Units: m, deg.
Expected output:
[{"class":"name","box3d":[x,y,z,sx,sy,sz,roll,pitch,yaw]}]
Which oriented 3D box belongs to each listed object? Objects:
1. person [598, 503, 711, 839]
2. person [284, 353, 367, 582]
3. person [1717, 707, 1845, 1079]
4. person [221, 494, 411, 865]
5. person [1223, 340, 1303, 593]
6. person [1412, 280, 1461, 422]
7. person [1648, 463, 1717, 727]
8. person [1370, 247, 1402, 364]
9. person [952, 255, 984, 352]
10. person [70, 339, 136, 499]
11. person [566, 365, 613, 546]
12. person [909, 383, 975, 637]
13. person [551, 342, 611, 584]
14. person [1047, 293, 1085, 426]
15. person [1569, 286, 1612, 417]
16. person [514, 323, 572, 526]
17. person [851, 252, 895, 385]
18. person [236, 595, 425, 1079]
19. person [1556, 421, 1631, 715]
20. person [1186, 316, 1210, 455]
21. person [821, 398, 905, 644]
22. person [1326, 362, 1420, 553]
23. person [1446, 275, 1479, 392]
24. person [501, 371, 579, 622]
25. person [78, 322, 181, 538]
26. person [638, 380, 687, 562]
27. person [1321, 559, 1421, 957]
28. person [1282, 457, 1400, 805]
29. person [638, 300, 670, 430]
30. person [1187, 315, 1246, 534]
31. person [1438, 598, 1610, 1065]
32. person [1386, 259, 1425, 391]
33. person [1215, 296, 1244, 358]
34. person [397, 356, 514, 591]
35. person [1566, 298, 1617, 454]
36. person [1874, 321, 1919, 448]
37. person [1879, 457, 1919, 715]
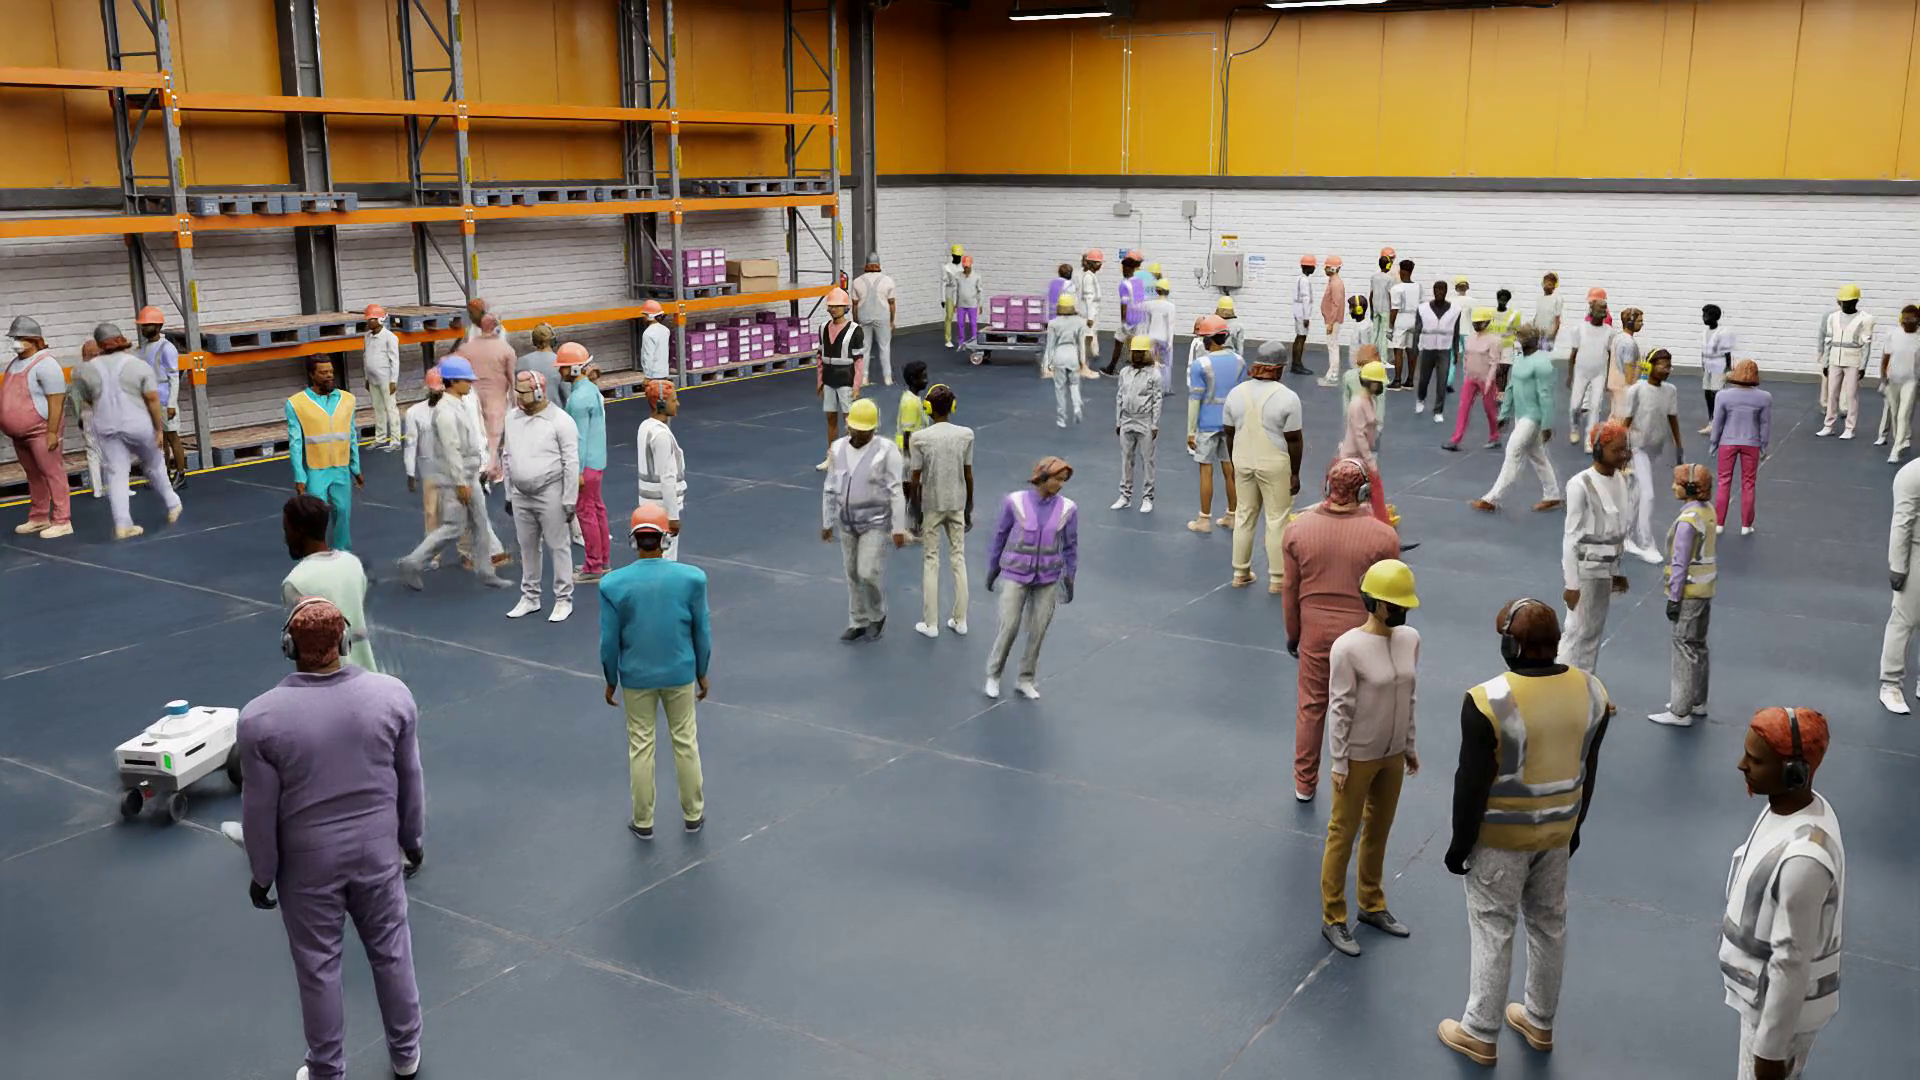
[{"class":"person","box3d":[-1.564,0.671,8.550,0.563,1.739,0.353,-4,13,-16]},{"class":"person","box3d":[-5.149,-0.565,13.518,0.388,1.921,0.593,10,17,38]},{"class":"person","box3d":[2.480,1.406,5.074,0.344,1.879,0.581,6,14,23]},{"class":"person","box3d":[-3.170,0.695,8.160,0.995,1.863,0.624,3,13,12]},{"class":"person","box3d":[2.484,-0.601,13.413,0.682,2.000,0.537,11,17,39]},{"class":"person","box3d":[6.355,-2.554,22.259,0.604,1.885,0.839,3,13,11]},{"class":"person","box3d":[4.487,0.336,10.262,0.318,1.632,0.507,10,17,38]},{"class":"person","box3d":[7.195,-3.944,28.066,0.629,1.982,0.428,-3,13,-15]},{"class":"person","box3d":[0.132,-4.248,29.884,0.577,1.742,0.361,4,14,16]},{"class":"person","box3d":[-8.791,-1.231,17.022,0.515,1.641,0.315,-1,13,-4]},{"class":"person","box3d":[-3.358,-0.770,15.033,0.311,1.636,0.523,5,14,20]},{"class":"person","box3d":[-0.130,-0.215,12.150,0.504,1.861,0.328,-4,13,-15]},{"class":"person","box3d":[-3.108,-0.633,13.680,0.405,1.986,0.620,0,13,0]},{"class":"person","box3d":[1.371,-2.329,21.580,0.487,1.733,0.399,-2,13,-9]},{"class":"person","box3d":[8.548,-2.548,22.488,0.326,1.751,0.561,-2,13,-9]},{"class":"person","box3d":[-3.878,-1.082,15.724,0.631,1.940,0.370,4,13,15]},{"class":"person","box3d":[-1.319,-3.412,25.608,0.681,2.000,0.535,1,13,5]},{"class":"person","box3d":[-2.311,1.139,6.159,0.648,1.907,0.401,-9,16,-34]},{"class":"person","box3d":[3.932,0.196,10.309,0.634,1.881,0.354,-11,17,-38]},{"class":"person","box3d":[2.819,-1.810,19.561,0.313,1.634,0.515,0,13,2]},{"class":"person","box3d":[-0.699,-0.123,11.858,0.635,1.807,0.419,8,15,32]},{"class":"person","box3d":[3.565,-0.696,14.548,0.927,1.710,0.521,10,16,36]},{"class":"person","box3d":[7.419,-3.056,24.722,0.542,1.739,0.552,7,15,27]},{"class":"person","box3d":[-3.177,-0.326,12.527,0.642,1.905,0.401,5,14,22]},{"class":"person","box3d":[-7.770,-1.089,15.529,0.710,2.000,1.021,-2,13,-8]},{"class":"person","box3d":[-2.165,-0.235,12.168,0.346,1.882,0.584,-6,14,-23]},{"class":"person","box3d":[1.828,0.942,7.330,0.523,1.766,0.315,-9,16,-33]},{"class":"person","box3d":[2.043,0.505,8.911,0.642,1.909,0.410,7,15,27]},{"class":"person","box3d":[-3.737,-2.054,20.336,0.319,1.755,0.565,3,13,12]},{"class":"person","box3d":[2.363,-1.079,15.519,0.608,2.033,0.417,-7,15,-27]},{"class":"person","box3d":[2.136,1.117,6.404,0.625,1.841,0.429,-5,14,-19]},{"class":"person","box3d":[6.654,-3.218,24.929,0.604,1.966,0.367,-7,15,-28]},{"class":"person","box3d":[3.326,-2.203,21.010,0.487,1.744,0.312,0,13,-1]},{"class":"person","box3d":[-4.056,-0.503,13.239,0.809,1.926,0.614,0,13,-2]},{"class":"person","box3d":[7.467,-1.947,19.699,0.539,1.833,0.543,4,13,15]},{"class":"person","box3d":[11.395,-1.938,20.091,0.524,1.639,0.306,10,16,36]},{"class":"person","box3d":[6.152,0.157,10.442,0.642,1.899,0.399,-2,13,-9]}]
